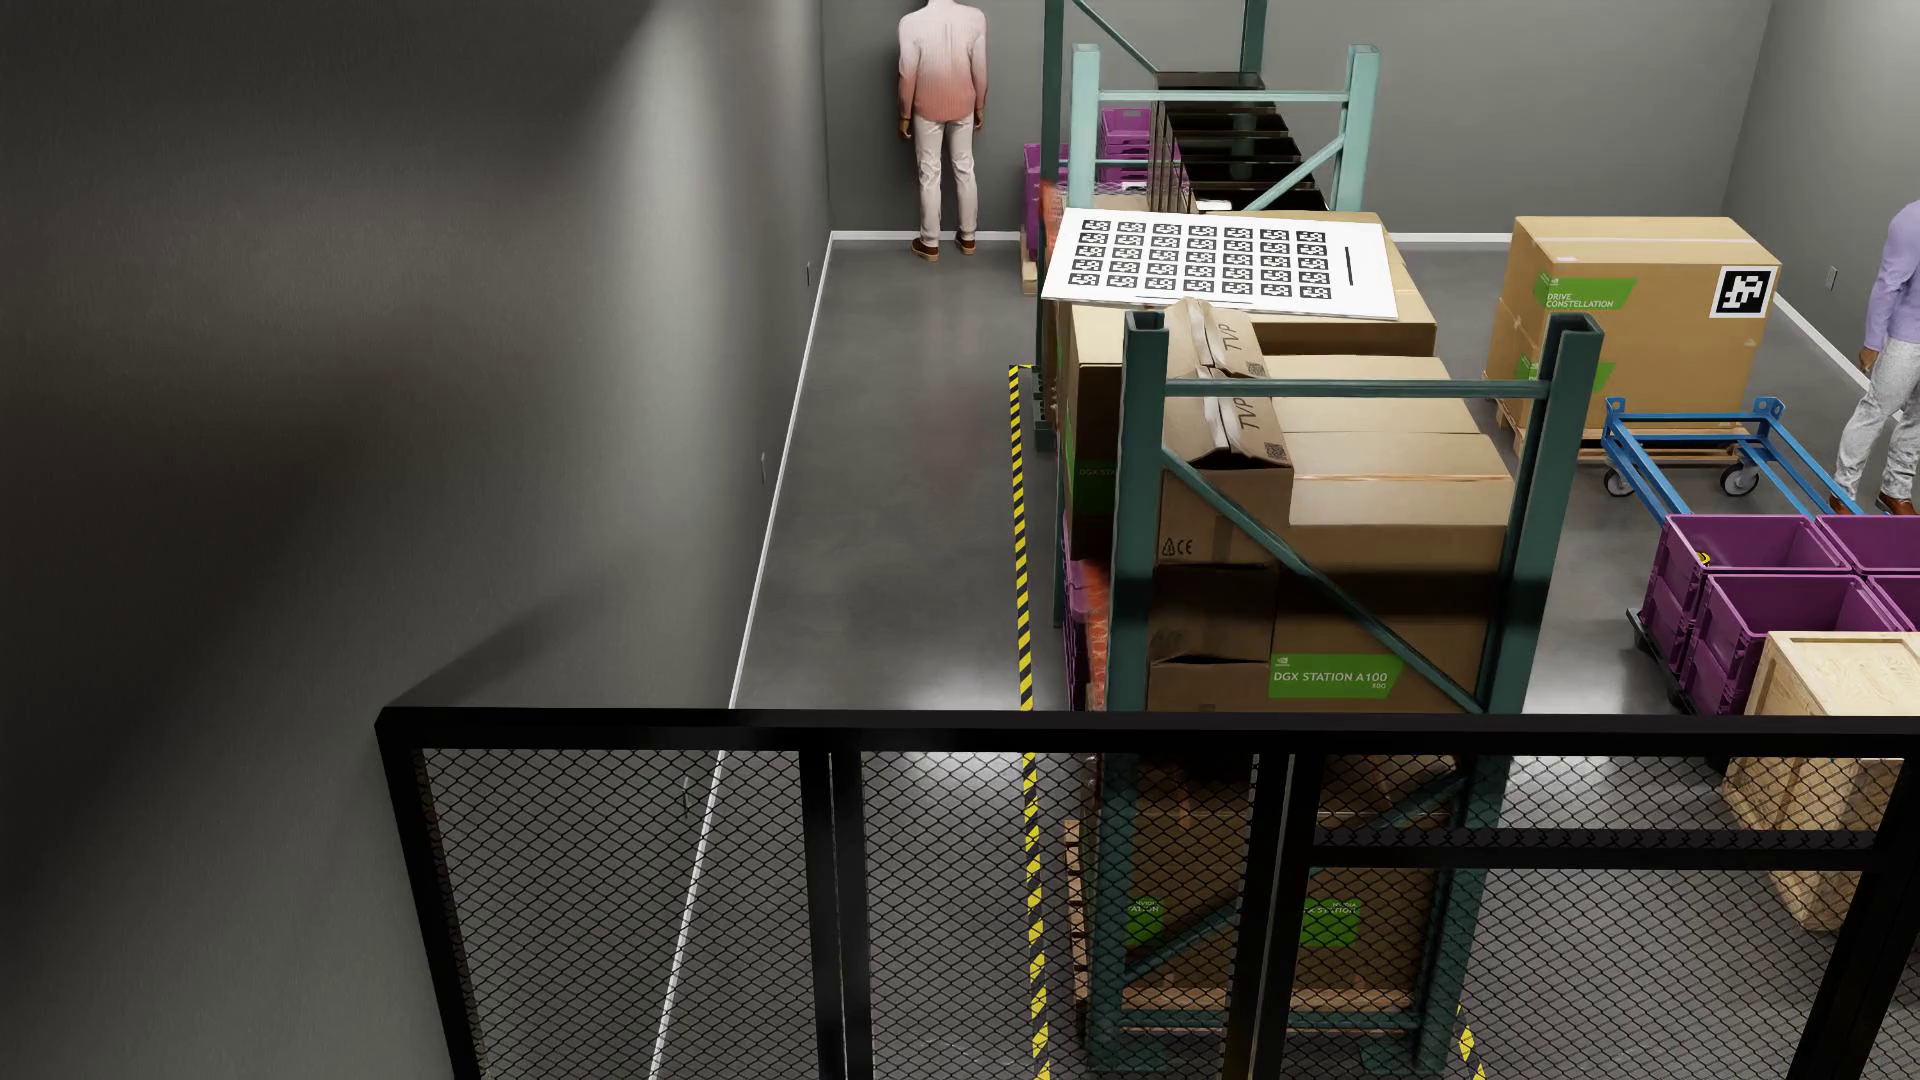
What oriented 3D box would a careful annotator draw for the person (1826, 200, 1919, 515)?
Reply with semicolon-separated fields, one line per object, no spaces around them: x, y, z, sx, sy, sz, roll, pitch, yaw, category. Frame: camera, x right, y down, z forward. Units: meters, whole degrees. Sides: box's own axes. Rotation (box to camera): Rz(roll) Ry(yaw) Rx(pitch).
4.529;-0.940;7.775;0.638;1.938;0.357;-1;31;-2;person

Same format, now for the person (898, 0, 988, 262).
-0.123;-2.822;10.848;0.614;1.993;0.395;-11;33;-18;person
